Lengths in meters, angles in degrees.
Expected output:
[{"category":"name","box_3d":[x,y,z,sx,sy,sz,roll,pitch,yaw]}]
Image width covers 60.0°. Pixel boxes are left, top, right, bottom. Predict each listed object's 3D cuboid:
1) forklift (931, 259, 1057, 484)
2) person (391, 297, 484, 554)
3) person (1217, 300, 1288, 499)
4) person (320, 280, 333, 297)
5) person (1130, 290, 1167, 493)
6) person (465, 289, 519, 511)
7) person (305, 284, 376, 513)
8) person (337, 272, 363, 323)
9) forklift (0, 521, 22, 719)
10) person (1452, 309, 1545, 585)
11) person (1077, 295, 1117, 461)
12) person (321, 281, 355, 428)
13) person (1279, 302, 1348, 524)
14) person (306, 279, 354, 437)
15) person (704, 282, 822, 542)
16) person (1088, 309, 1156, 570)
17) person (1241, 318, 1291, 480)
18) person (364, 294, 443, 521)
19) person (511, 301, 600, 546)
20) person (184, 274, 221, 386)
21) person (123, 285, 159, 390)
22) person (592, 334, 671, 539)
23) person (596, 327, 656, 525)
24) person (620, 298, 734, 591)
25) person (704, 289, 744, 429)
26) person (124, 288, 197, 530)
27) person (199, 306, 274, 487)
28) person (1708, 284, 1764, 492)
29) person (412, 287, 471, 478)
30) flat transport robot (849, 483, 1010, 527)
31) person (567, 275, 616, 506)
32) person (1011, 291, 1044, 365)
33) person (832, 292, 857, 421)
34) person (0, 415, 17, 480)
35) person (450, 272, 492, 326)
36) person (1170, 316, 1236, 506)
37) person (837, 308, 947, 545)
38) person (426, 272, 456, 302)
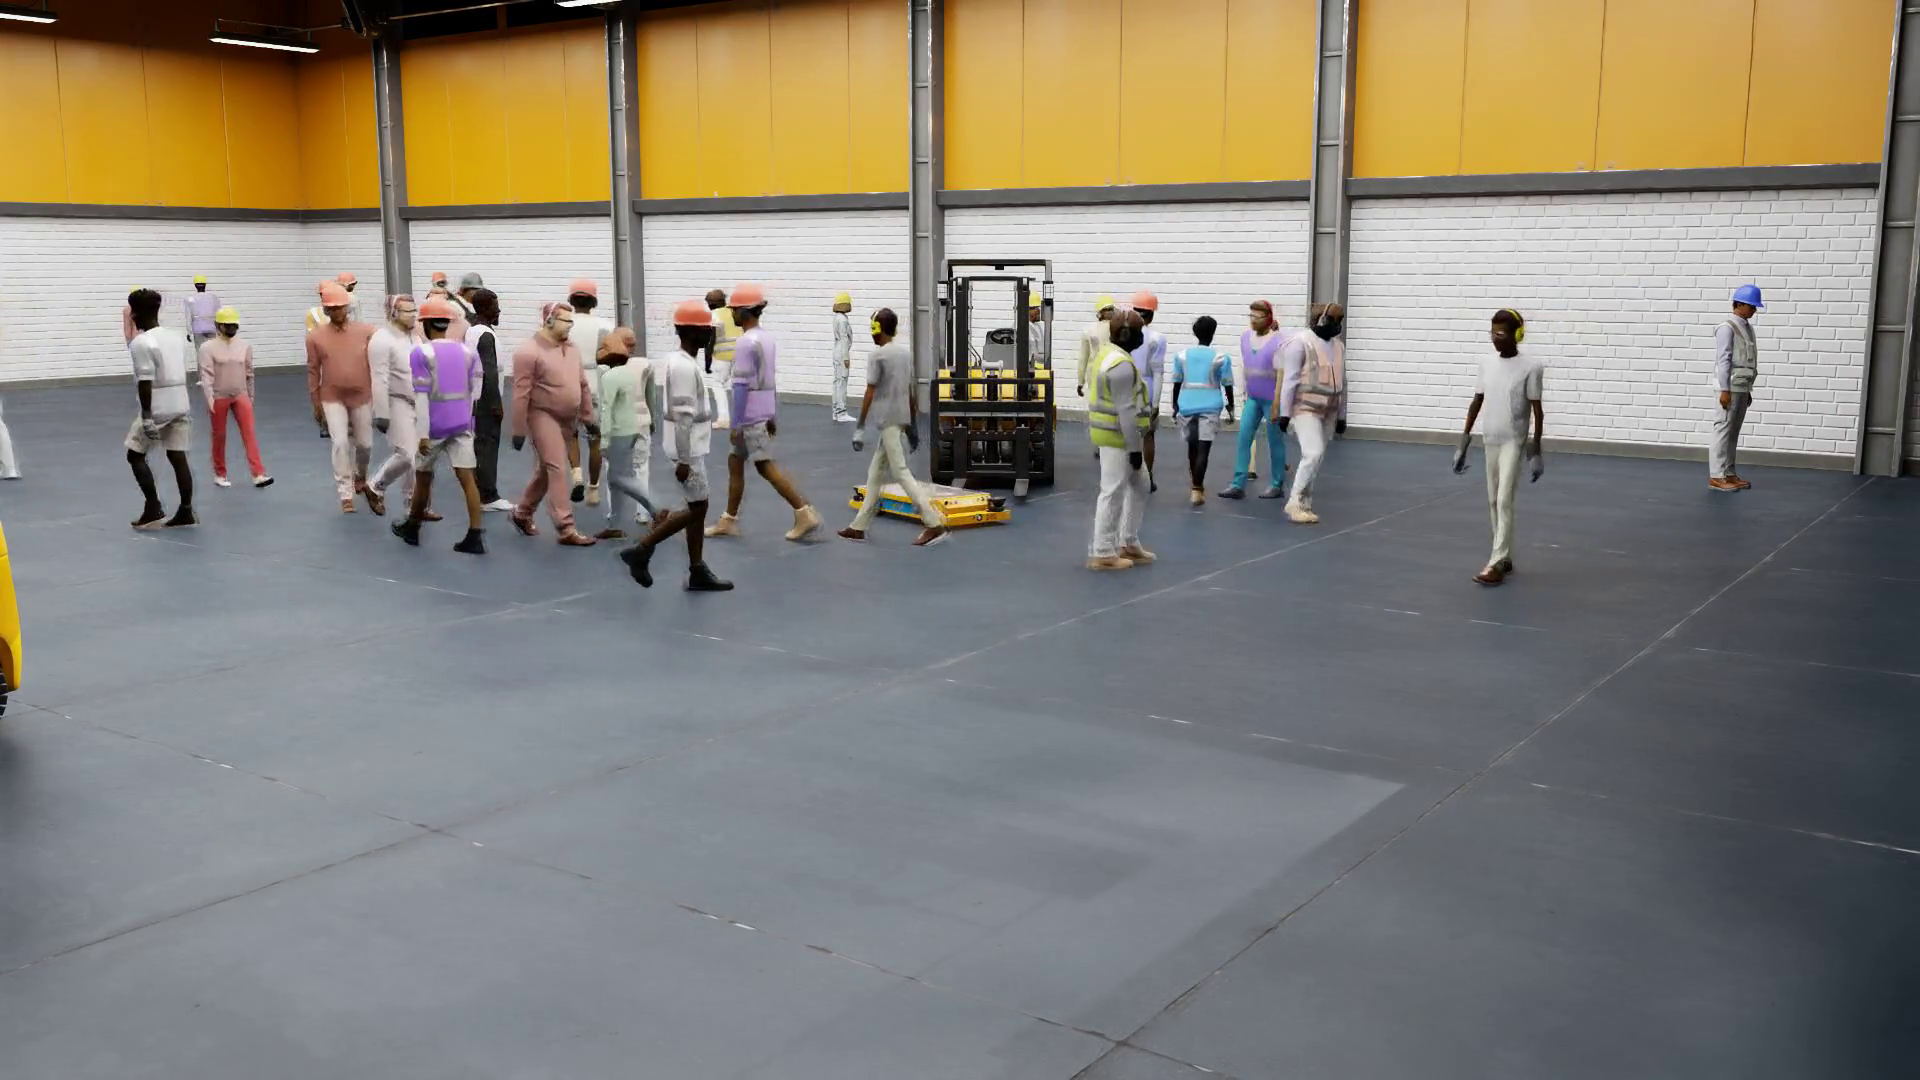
[{"category":"forklift","box_3d":[0.370,-1.738,16.759,1.214,2.155,2.313,1,10,3]},{"category":"person","box_3d":[-3.907,-0.856,12.407,0.987,1.883,0.556,8,12,38]},{"category":"person","box_3d":[2.664,-1.241,14.953,0.831,1.799,0.601,-7,12,-36]},{"category":"person","box_3d":[-8.560,-2.634,22.911,0.439,1.916,0.661,3,10,15]},{"category":"person","box_3d":[1.606,-1.334,15.225,0.543,1.905,0.842,4,10,23]},{"category":"person","box_3d":[-4.112,-1.211,14.438,0.391,1.920,0.593,-5,11,-29]},{"category":"person","box_3d":[-5.362,-1.248,14.513,0.622,1.966,0.792,-4,10,-21]},{"category":"person","box_3d":[-9.139,-3.014,24.949,0.381,1.994,0.622,-1,10,-6]},{"category":"forklift","box_3d":[-5.296,-0.090,6.943,1.214,2.155,2.313,7,12,35]},{"category":"person","box_3d":[3.631,-0.627,11.212,0.598,1.854,0.557,-6,11,-32]},{"category":"person","box_3d":[1.587,-1.727,17.867,0.634,1.799,0.570,-1,10,-7]},{"category":"person","box_3d":[-7.998,-2.391,21.508,0.404,1.907,0.652,3,10,16]},{"category":"person","box_3d":[2.933,-1.030,13.656,0.650,1.820,0.477,-7,12,-35]},{"category":"person","box_3d":[-7.728,-2.233,20.458,0.547,1.942,0.351,-8,12,-38]},{"category":"person","box_3d":[-1.530,-0.971,12.778,1.004,2.006,0.619,2,10,9]},{"category":"person","box_3d":[1.200,-0.688,11.604,0.618,1.823,0.661,0,10,-2]},{"category":"person","box_3d":[3.048,-1.408,16.534,0.519,1.596,0.796,6,11,31]},{"category":"person","box_3d":[-4.620,-1.084,13.748,0.537,1.891,0.665,2,10,13]},{"category":"person","box_3d":[-3.185,-0.902,12.809,0.946,1.867,0.658,4,10,23]},{"category":"person","box_3d":[-13.143,-3.643,28.906,0.592,1.923,0.381,-7,12,-36]},{"category":"person","box_3d":[-13.642,-3.367,27.750,0.533,1.765,0.367,-5,11,-27]},{"category":"person","box_3d":[-2.567,-0.788,12.865,0.571,1.596,0.562,2,10,12]},{"category":"person","box_3d":[-2.753,-0.941,13.734,0.527,1.620,0.590,-4,11,-25]},{"category":"person","box_3d":[-1.834,-0.592,10.748,0.629,1.925,0.549,-1,10,-8]},{"category":"person","box_3d":[-2.980,-2.333,21.501,0.724,1.807,0.433,-8,12,-38]},{"category":"person","box_3d":[-6.466,-1.039,13.355,0.596,1.942,0.608,2,10,13]},{"category":"person","box_3d":[-6.880,-1.332,15.740,0.537,1.727,0.884,-9,13,-44]},{"category":"person","box_3d":[7.313,-1.438,15.702,0.386,1.948,0.601,9,13,43]},{"category":"person","box_3d":[-5.105,-1.533,16.401,0.652,1.904,0.402,-4,10,-21]},{"category":"flat transport robot","box_3d":[-0.274,-0.319,14.024,0.652,0.197,1.431,-7,12,-37]},{"category":"person","box_3d":[-3.301,-1.300,14.625,0.637,2.029,0.443,-2,10,-12]},{"category":"person","box_3d":[0.778,-1.833,18.400,0.403,1.833,0.591,4,10,24]},{"category":"person","box_3d":[-1.576,-2.481,22.516,0.288,1.746,0.488,-3,10,-16]},{"category":"person","box_3d":[-9.764,-1.515,16.368,0.986,1.871,0.611,3,10,16]},{"category":"person","box_3d":[-5.979,-2.290,20.504,0.538,2.000,0.703,5,11,30]},{"category":"person","box_3d":[2.210,-1.168,14.914,0.555,1.658,0.812,5,11,26]},{"category":"person","box_3d":[-0.518,-0.857,12.707,0.946,1.815,0.609,4,11,25]},{"category":"person","box_3d":[-8.859,-3.586,28.403,0.446,1.974,0.641,7,12,35]}]
